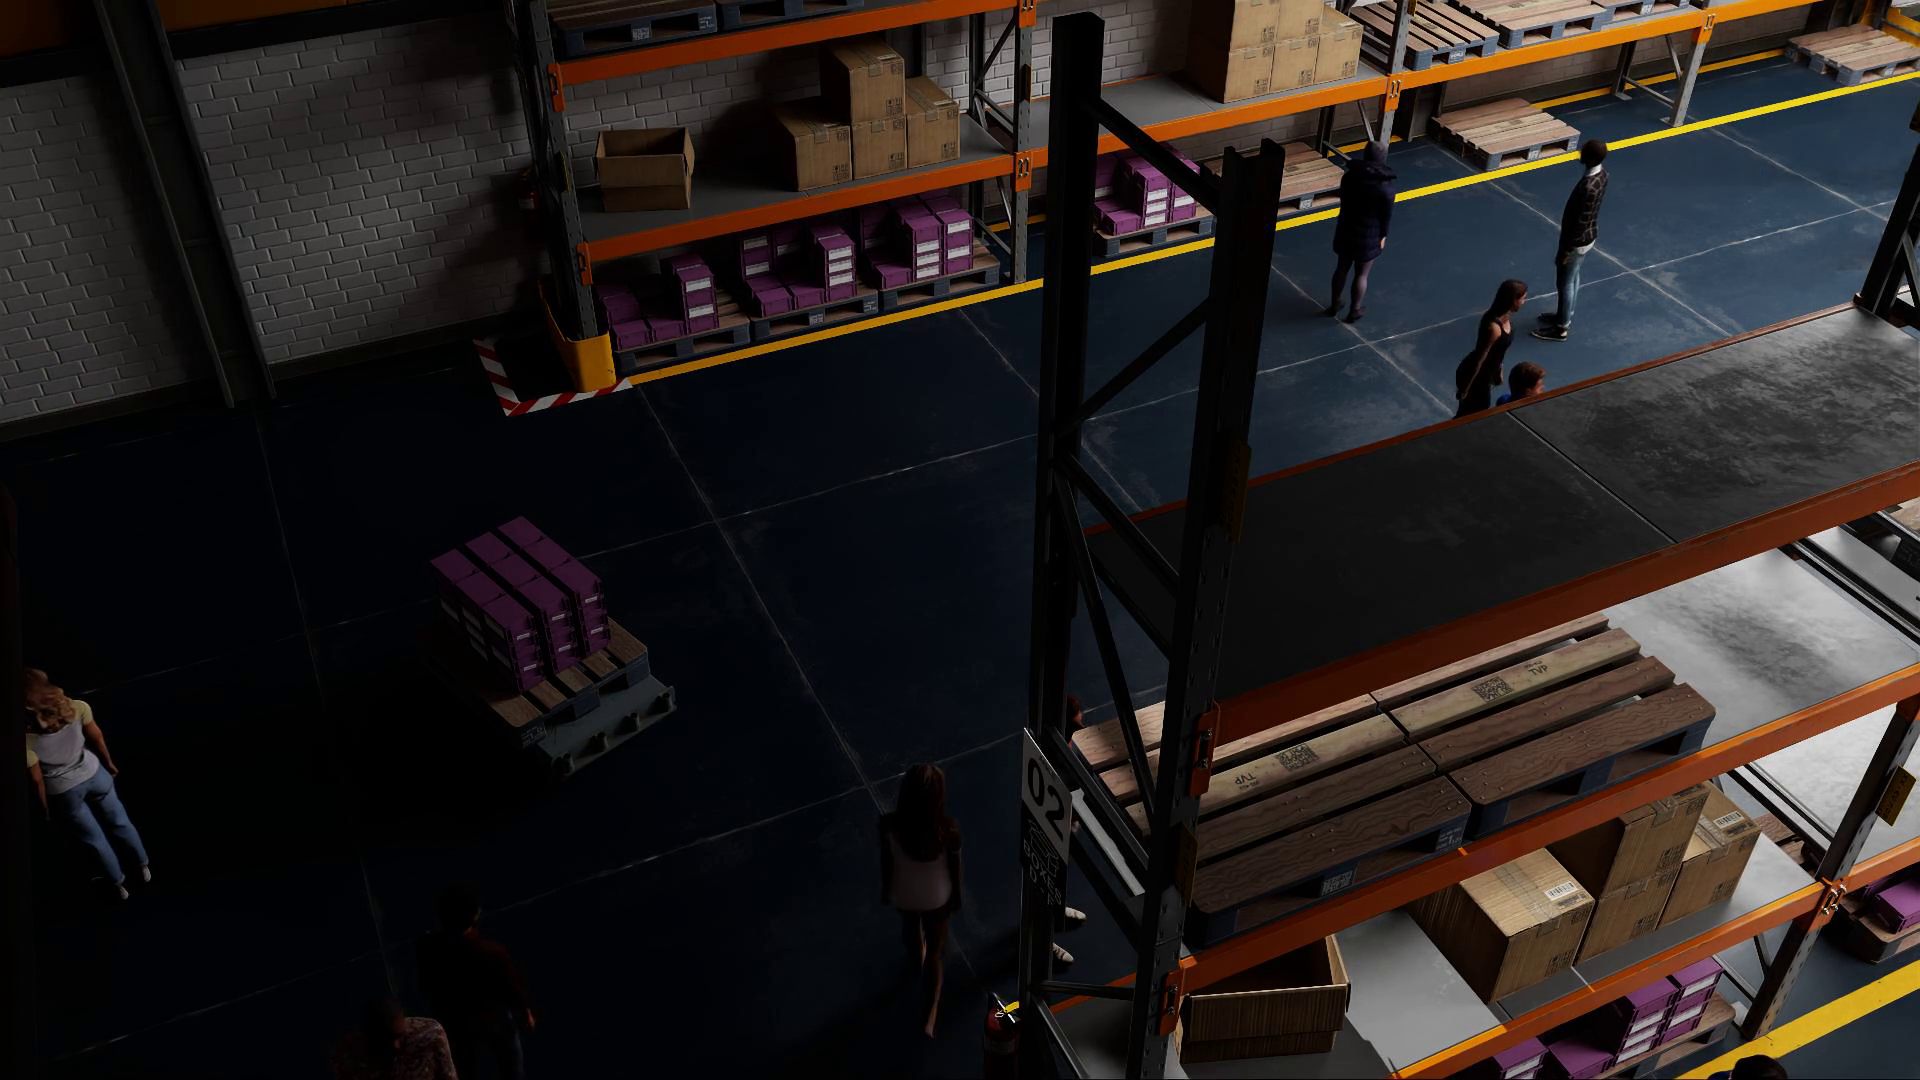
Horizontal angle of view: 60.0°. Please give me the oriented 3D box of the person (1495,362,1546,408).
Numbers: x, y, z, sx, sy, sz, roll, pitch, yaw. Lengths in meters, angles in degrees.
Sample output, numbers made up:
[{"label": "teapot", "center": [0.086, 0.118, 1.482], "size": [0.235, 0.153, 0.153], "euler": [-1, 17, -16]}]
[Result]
[{"label": "person", "center": [3.731, -0.427, 11.485], "size": [0.717, 1.868, 0.728], "euler": [-1, 39, -1]}]

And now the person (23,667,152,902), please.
[{"label": "person", "center": [-4.965, 1.376, 9.344], "size": [0.770, 1.723, 0.654], "euler": [23, 44, 26]}]

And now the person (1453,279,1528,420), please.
[{"label": "person", "center": [3.882, -1.202, 12.628], "size": [0.809, 1.652, 0.746], "euler": [23, 44, 26]}]

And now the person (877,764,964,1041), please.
[{"label": "person", "center": [-0.213, 1.906, 8.694], "size": [1.025, 1.706, 0.970], "euler": [4, 39, 5]}]

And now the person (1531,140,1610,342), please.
[{"label": "person", "center": [5.277, -2.561, 14.195], "size": [0.807, 1.820, 0.699], "euler": [21, 43, 24]}]

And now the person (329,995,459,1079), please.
[{"label": "person", "center": [-2.570, 2.613, 7.753], "size": [0.959, 1.776, 0.742], "euler": [-14, 41, -17]}]

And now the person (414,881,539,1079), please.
[{"label": "person", "center": [-2.351, 2.348, 8.097], "size": [0.674, 1.761, 0.812], "euler": [1, 39, 1]}]

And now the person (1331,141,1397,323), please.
[{"label": "person", "center": [3.476, -2.690, 14.473], "size": [0.773, 1.675, 0.797], "euler": [25, 45, 28]}]
